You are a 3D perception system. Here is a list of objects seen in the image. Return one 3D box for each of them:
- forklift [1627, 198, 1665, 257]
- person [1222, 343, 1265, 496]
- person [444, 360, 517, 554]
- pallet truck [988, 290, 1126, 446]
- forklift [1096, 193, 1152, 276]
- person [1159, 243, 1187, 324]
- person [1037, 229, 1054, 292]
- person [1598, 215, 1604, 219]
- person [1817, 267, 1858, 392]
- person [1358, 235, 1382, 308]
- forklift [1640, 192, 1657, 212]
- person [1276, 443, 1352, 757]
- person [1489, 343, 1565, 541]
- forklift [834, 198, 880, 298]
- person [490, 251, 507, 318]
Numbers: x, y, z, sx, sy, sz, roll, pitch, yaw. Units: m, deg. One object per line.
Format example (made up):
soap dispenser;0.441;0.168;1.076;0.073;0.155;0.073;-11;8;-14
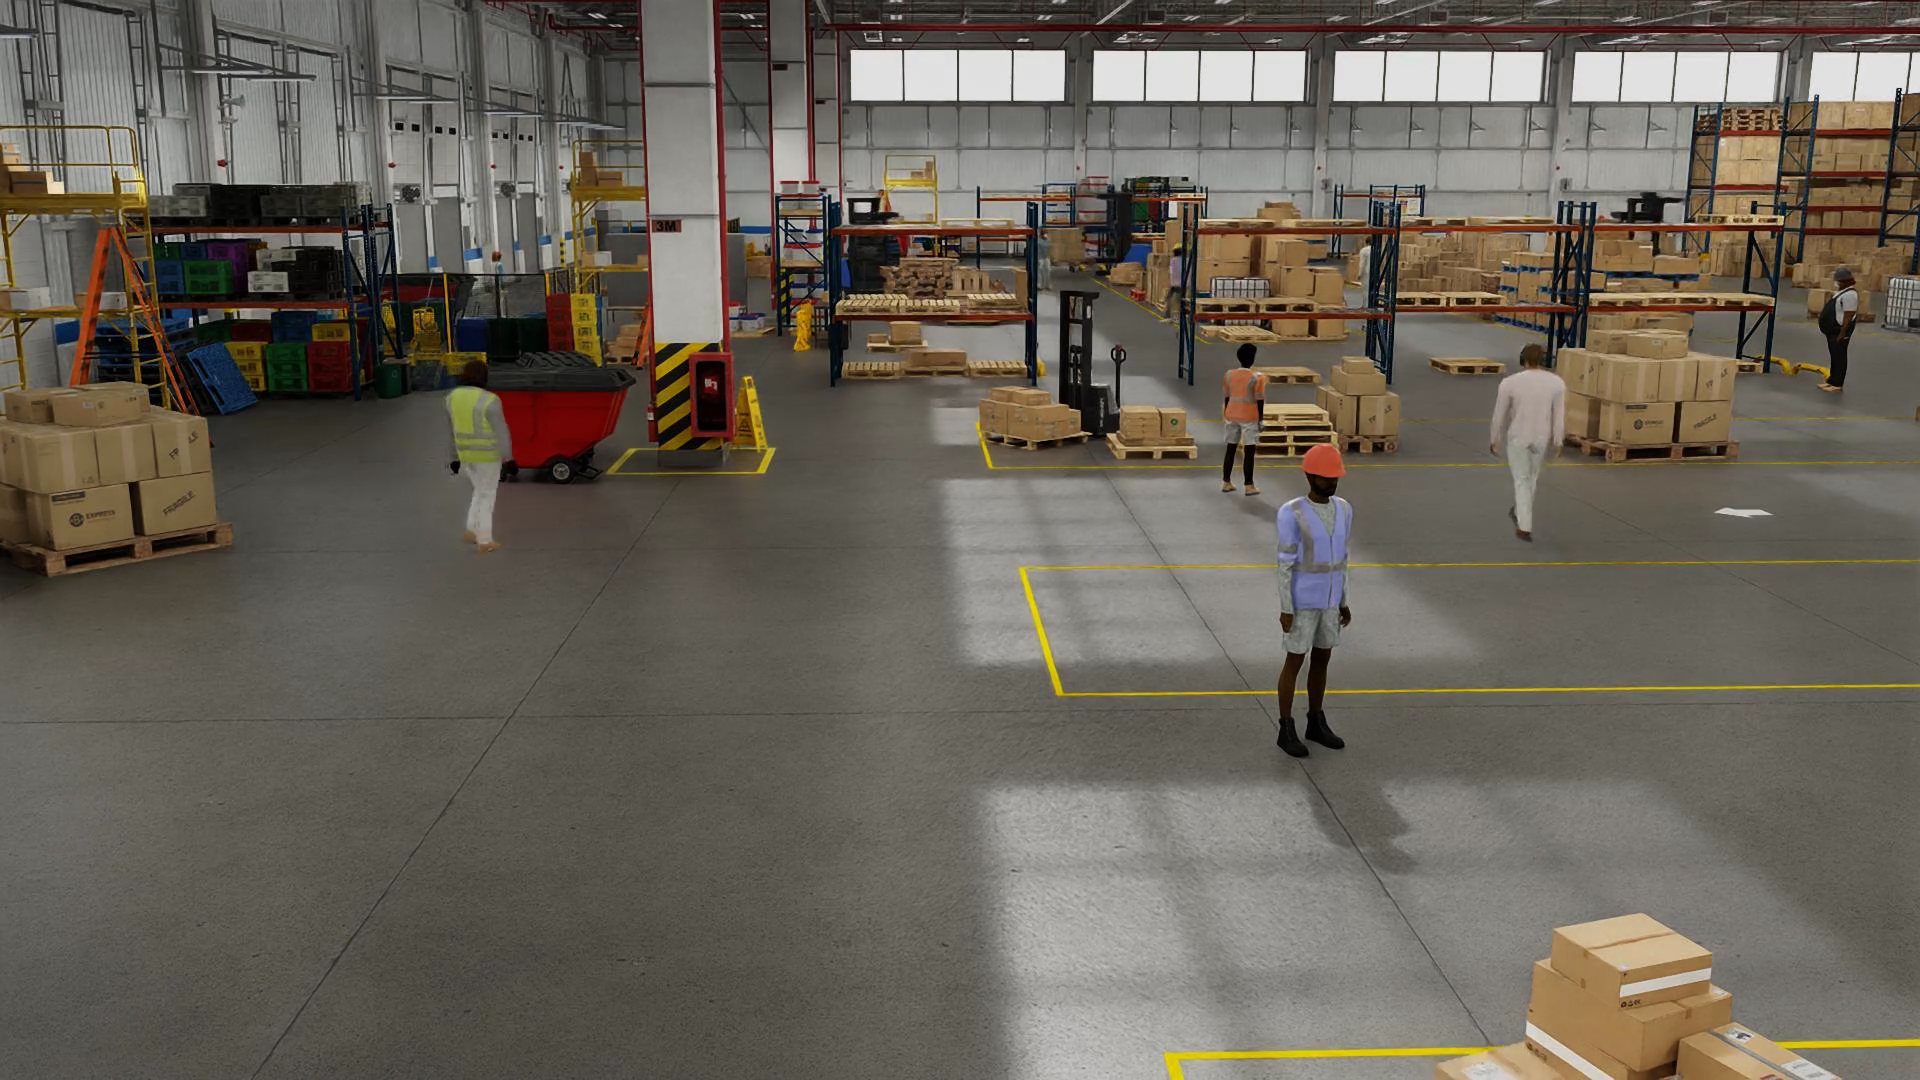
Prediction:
forklift;19.158;-8.193;46.714;1.129;2.768;1.873;0;12;-2
person;3.153;-1.344;18.507;0.533;1.690;0.321;11;16;40
person;-4.485;-0.777;15.636;0.630;1.827;0.454;8;15;31
pallet truck;1.257;-2.299;22.111;1.885;1.965;0.823;-9;15;-35
forklift;5.681;-10.456;56.928;1.873;2.768;1.129;0;12;-2
person;5.060;-6.052;39.302;0.744;1.885;0.620;12;17;42
person;2.521;-8.373;49.798;0.667;1.875;0.886;-9;15;-34
person;24.754;-11.609;64.395;0.579;1.884;0.991;4;13;19
person;14.316;-3.439;27.161;0.538;2.000;0.681;4;13;16
person;10.555;-6.881;42.933;0.629;1.940;0.373;-5;13;-20
forklift;24.859;-11.207;60.322;1.873;2.768;1.129;2;13;9
person;2.191;0.362;10.233;0.545;1.938;0.355;-7;14;-29
person;5.558;-0.996;16.442;0.661;1.897;0.957;0;12;-1
forklift;-2.746;-8.345;47.400;1.129;2.768;1.873;-8;15;-33
person;-11.361;-6.263;40.846;0.313;1.634;0.515;-12;17;-42
